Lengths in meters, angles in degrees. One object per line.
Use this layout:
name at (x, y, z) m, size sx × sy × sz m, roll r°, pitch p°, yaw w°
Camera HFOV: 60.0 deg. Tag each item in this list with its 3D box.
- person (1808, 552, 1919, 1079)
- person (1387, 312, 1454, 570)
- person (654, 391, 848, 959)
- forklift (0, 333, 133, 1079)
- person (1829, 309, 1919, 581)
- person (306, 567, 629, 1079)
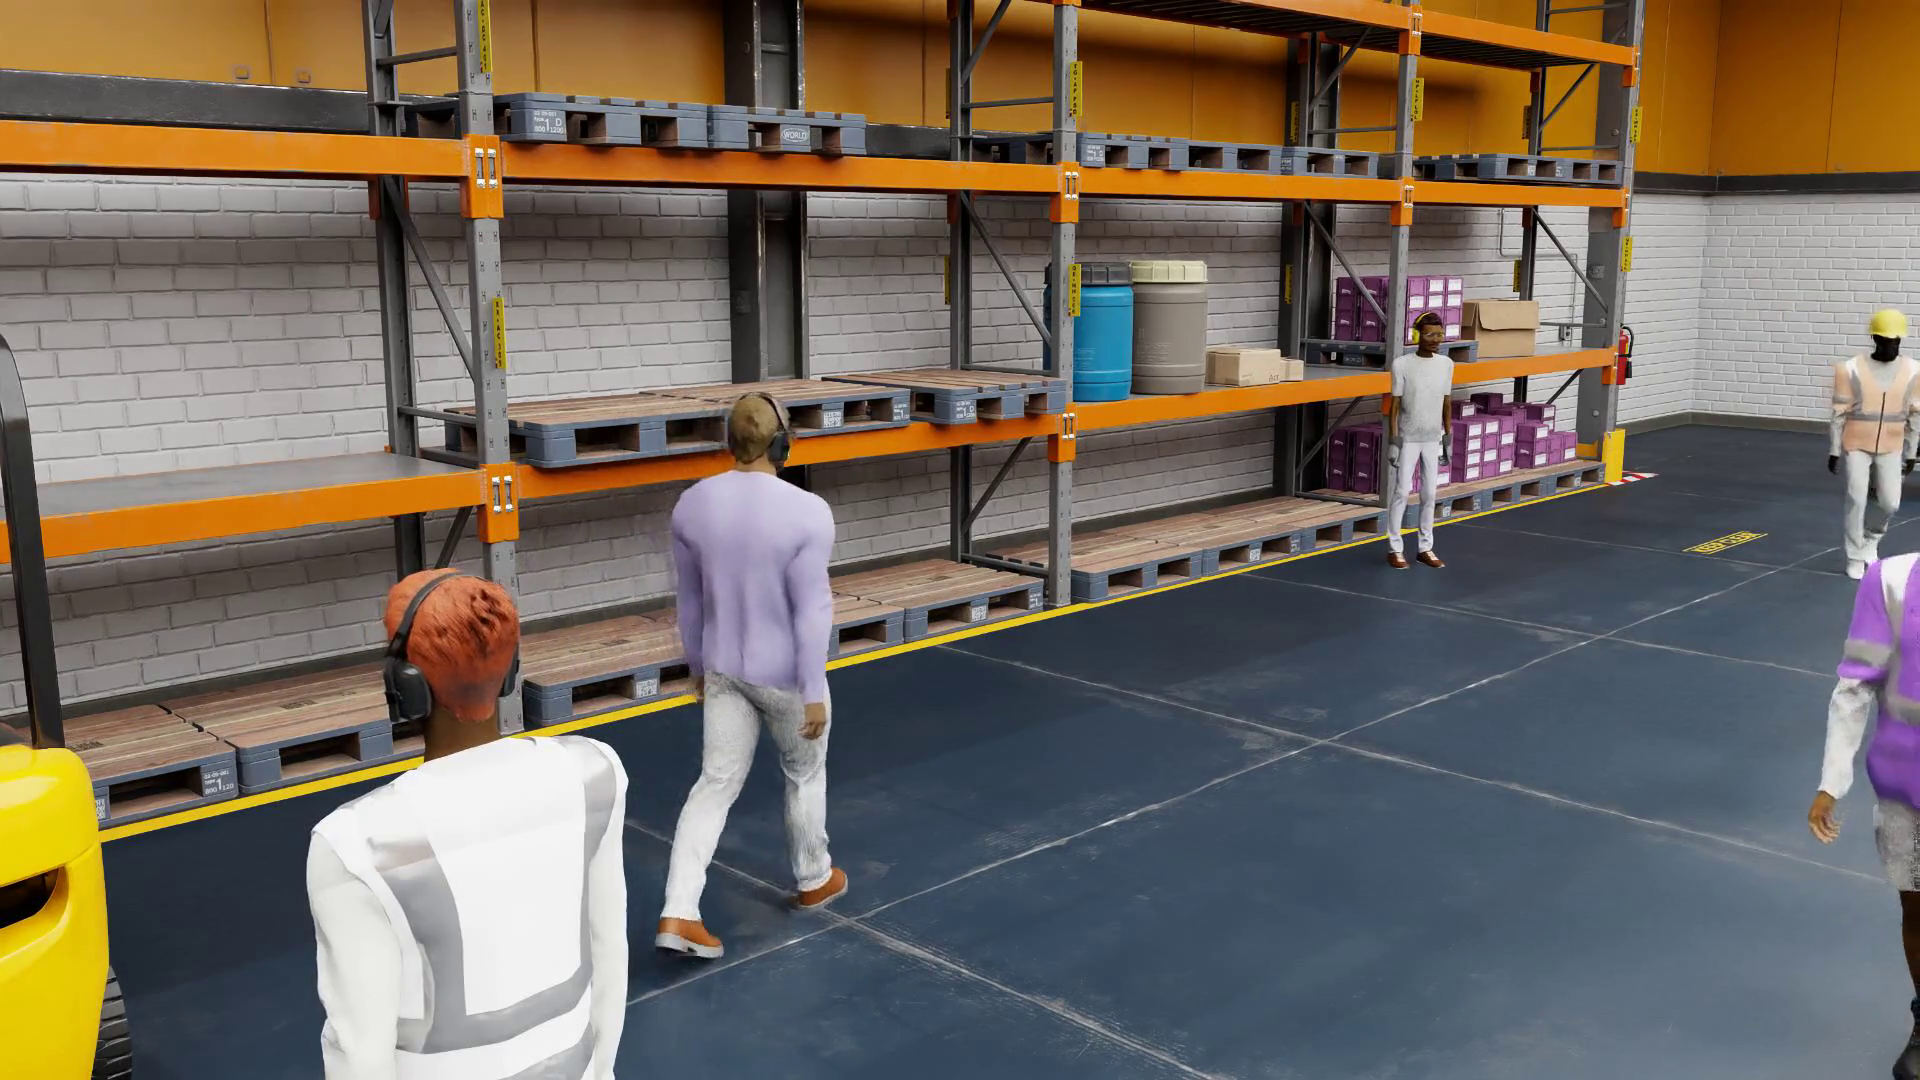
person at (2.602, 0.667, 4.422) m, size 0.994 × 1.881 × 0.554 m, roll -10°, pitch 14°, yaw -44°
person at (3.333, -0.713, 12.029) m, size 0.515 × 1.862 × 0.328 m, roll -3°, pitch 11°, yaw -14°
person at (-0.718, 0.447, 5.603) m, size 0.642 × 1.903 × 0.990 m, roll 5°, pitch 12°, yaw 25°
forklift at (-3.289, 0.485, 4.582) m, size 1.214 × 2.155 × 2.313 m, roll -10°, pitch 14°, yaw -44°
person at (6.410, -0.669, 11.673) m, size 0.585 × 1.909 × 0.532 m, roll 3°, pitch 11°, yaw 15°
person at (-0.797, 0.971, 2.779) m, size 0.355 × 1.885 × 0.575 m, roll 8°, pitch 13°, yaw 37°
